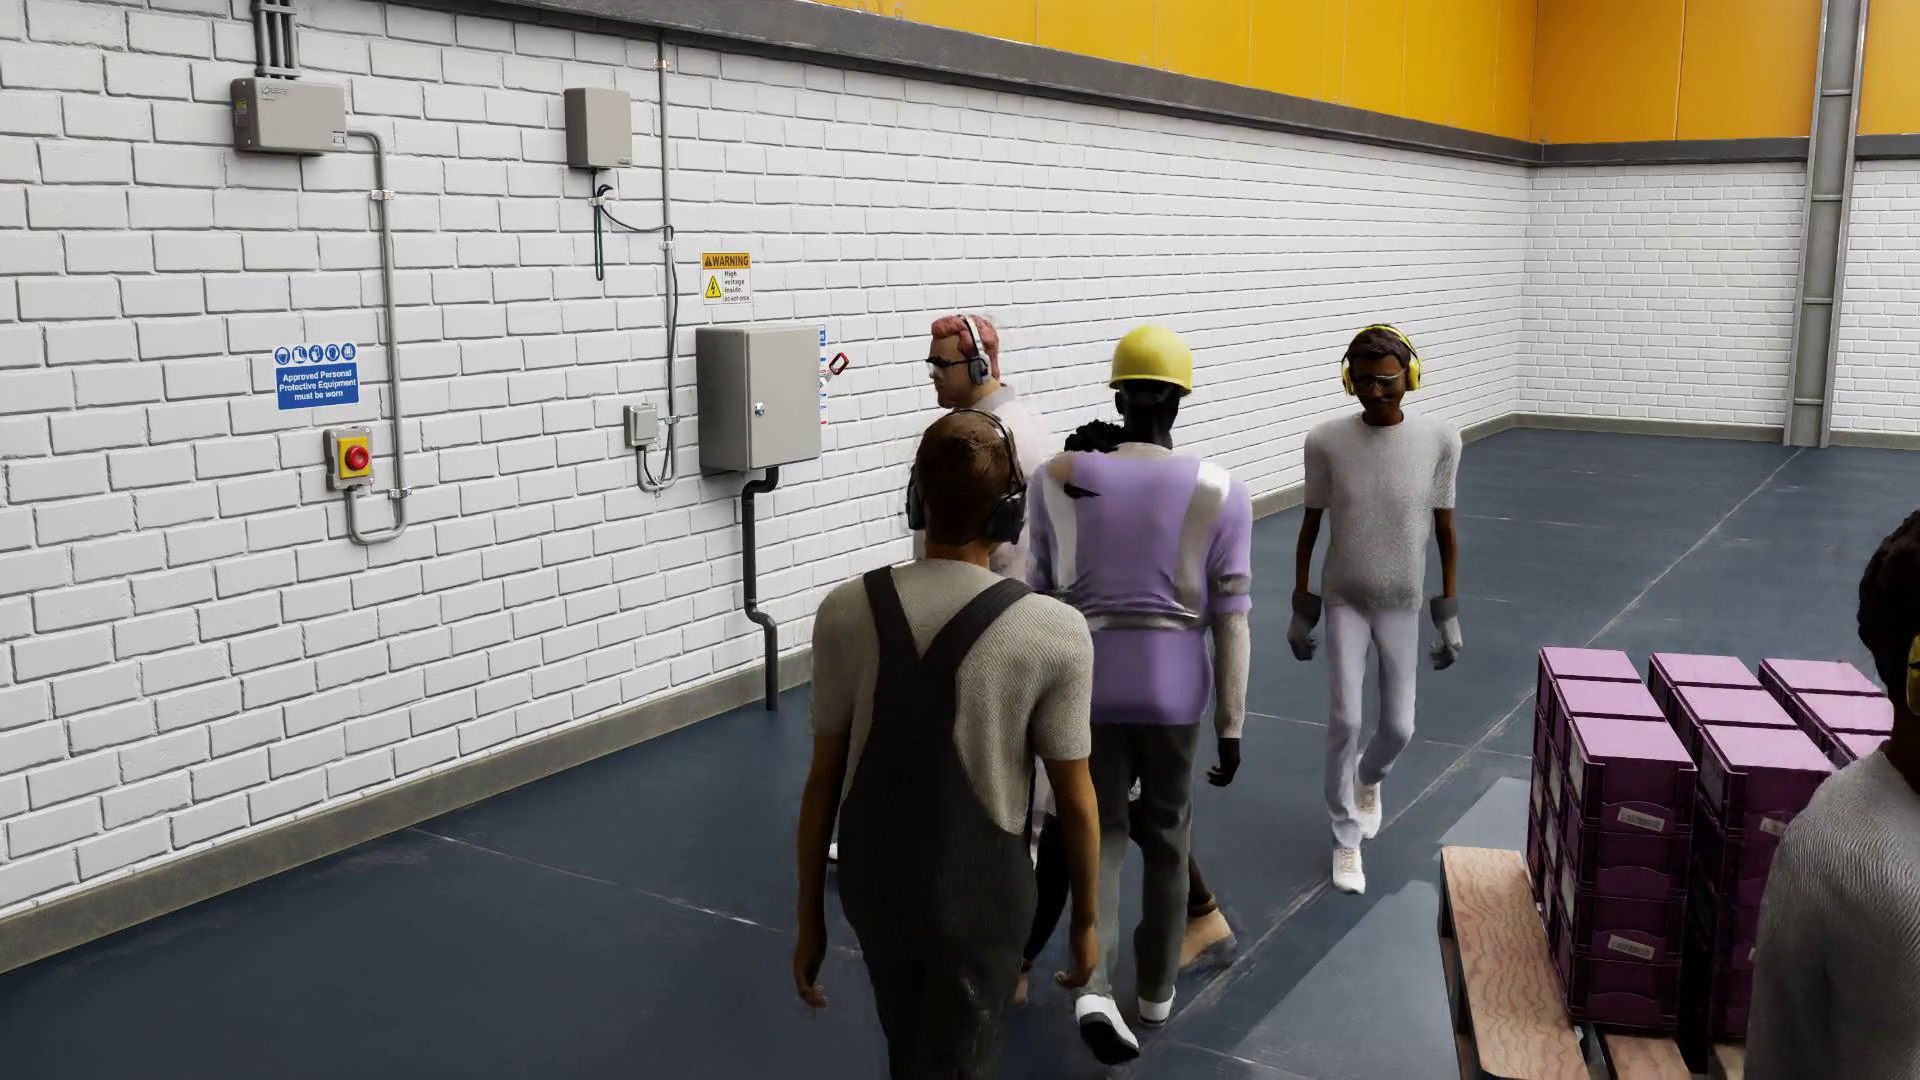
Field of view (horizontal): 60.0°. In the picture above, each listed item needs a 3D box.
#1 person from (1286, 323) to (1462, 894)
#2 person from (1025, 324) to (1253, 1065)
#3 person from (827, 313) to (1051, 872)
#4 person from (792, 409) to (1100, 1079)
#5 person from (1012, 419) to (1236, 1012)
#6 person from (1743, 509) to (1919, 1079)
[{"bbox_3d":[1.357,0.206,5.469,0.559,1.843,0.541,2,10,9],"label":"person"},{"bbox_3d":[0.434,0.406,4.244,0.596,1.893,0.718,2,10,11],"label":"person"},{"bbox_3d":[-0.064,0.218,5.348,0.933,1.856,0.641,-3,11,-17],"label":"person"},{"bbox_3d":[0.009,0.660,3.065,0.513,1.796,0.939,4,11,21],"label":"person"},{"bbox_3d":[0.411,0.475,4.536,0.909,1.639,0.547,-4,11,-19],"label":"person"},{"bbox_3d":[0.963,0.853,1.901,0.821,1.847,0.524,8,13,39],"label":"person"}]
